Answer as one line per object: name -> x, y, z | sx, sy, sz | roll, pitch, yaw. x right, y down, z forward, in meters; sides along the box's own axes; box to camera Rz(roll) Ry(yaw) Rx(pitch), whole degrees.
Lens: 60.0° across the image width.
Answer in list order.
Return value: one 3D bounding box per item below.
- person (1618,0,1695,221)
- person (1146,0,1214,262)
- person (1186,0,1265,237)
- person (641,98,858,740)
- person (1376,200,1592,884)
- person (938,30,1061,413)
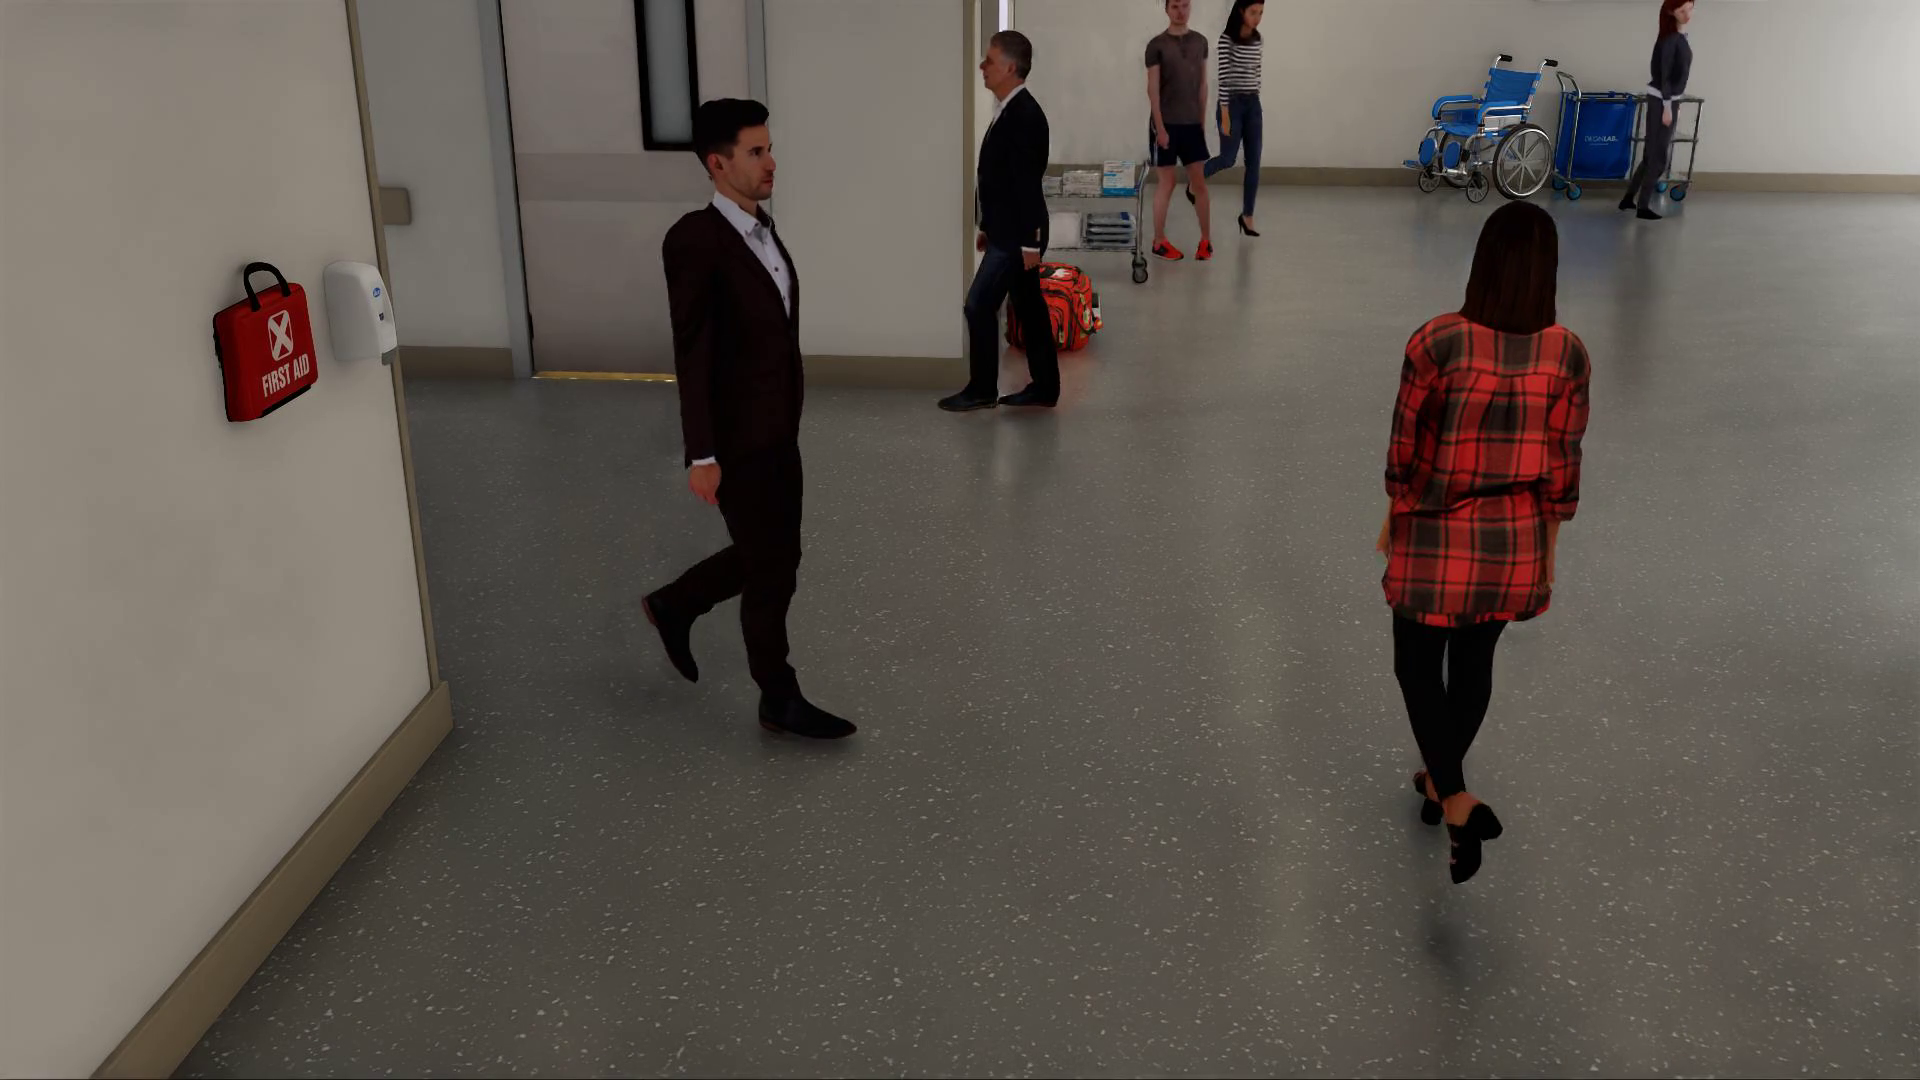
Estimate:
person -> 5.483, -3.372, 13.009 | 0.928, 1.746, 0.768 | 7, 22, 18
person -> 1.464, -2.889, 11.600 | 0.811, 1.841, 0.807 | -10, 23, -25
person -> 1.982, -3.129, 12.318 | 0.931, 1.763, 1.035 | -15, 26, -35
person -> -0.676, -0.315, 4.796 | 0.949, 1.846, 1.053 | 9, 22, 22
person -> 1.257, 0.044, 4.073 | 0.632, 1.686, 0.981 | 1, 21, 3
person -> 0.351, -1.493, 7.978 | 0.819, 1.794, 0.807 | 0, 21, -1
